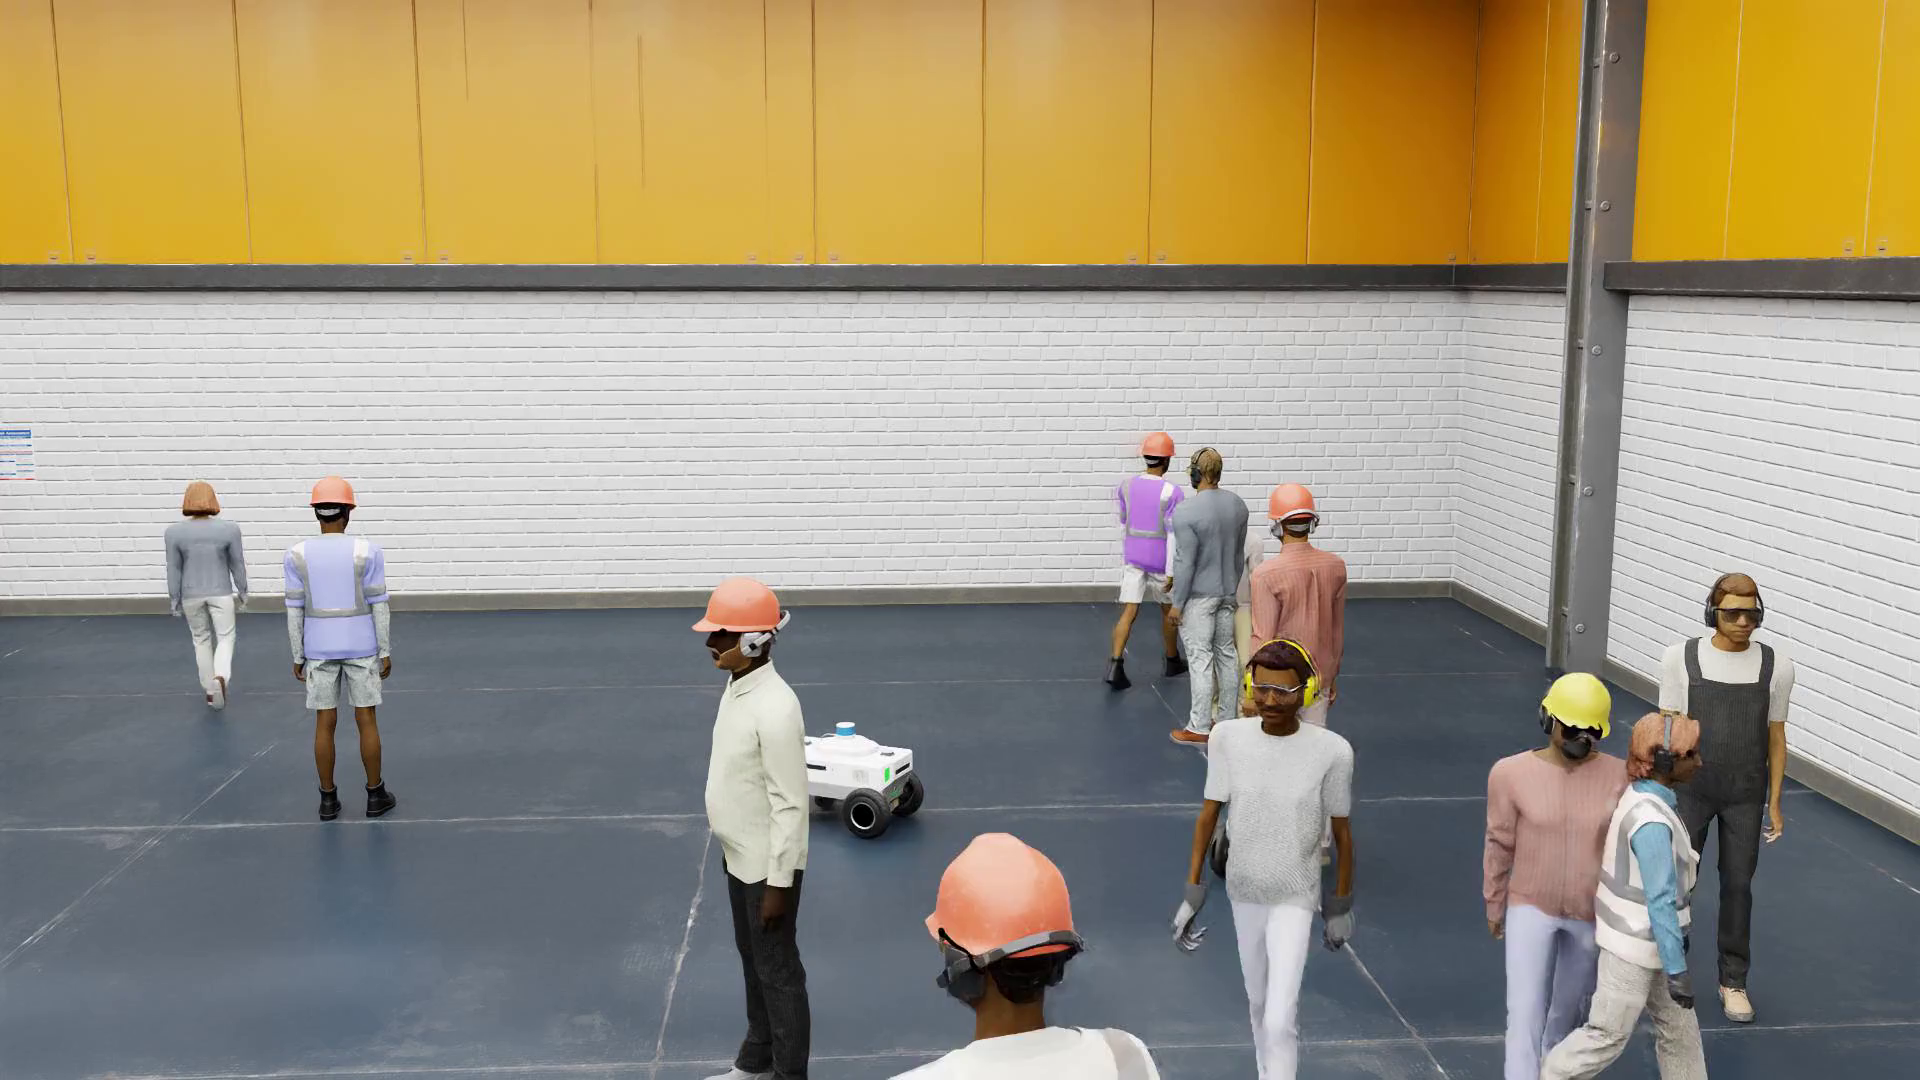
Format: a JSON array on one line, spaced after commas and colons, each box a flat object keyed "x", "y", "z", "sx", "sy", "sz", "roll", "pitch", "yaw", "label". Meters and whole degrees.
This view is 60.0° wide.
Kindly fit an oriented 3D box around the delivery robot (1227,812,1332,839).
[{"x": 1.639, "y": 1.372, "z": 8.456, "sx": 0.477, "sy": 0.478, "sz": 0.707, "roll": 6, "pitch": 11, "yaw": 33, "label": "delivery robot"}]

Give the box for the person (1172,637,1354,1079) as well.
[{"x": 0.988, "y": 1.245, "z": 5.558, "sx": 0.536, "sy": 1.832, "sz": 0.857, "roll": 6, "pitch": 11, "yaw": 31, "label": "person"}]

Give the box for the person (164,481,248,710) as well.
[{"x": -5.239, "y": 0.394, "z": 11.567, "sx": 0.509, "sy": 1.611, "sz": 0.640, "roll": -3, "pitch": 10, "yaw": -18, "label": "person"}]

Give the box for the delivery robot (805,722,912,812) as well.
[{"x": -0.634, "y": 1.253, "z": 9.204, "sx": 0.707, "sy": 0.478, "sz": 0.477, "roll": 4, "pitch": 10, "yaw": 24, "label": "delivery robot"}]

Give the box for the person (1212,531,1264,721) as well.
[{"x": 1.743, "y": 0.488, "z": 10.962, "sx": 0.516, "sy": 1.622, "sz": 0.301, "roll": 3, "pitch": 10, "yaw": 18, "label": "person"}]

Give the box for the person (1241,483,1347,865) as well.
[{"x": 1.684, "y": 0.701, "z": 8.462, "sx": 0.623, "sy": 1.990, "sz": 0.391, "roll": -6, "pitch": 11, "yaw": -32, "label": "person"}]

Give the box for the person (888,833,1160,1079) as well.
[{"x": 0.043, "y": 1.530, "z": 3.157, "sx": 0.649, "sy": 2.021, "sz": 0.675, "roll": -5, "pitch": 10, "yaw": -27, "label": "person"}]

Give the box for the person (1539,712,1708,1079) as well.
[{"x": 2.247, "y": 1.350, "z": 5.607, "sx": 0.843, "sy": 1.599, "sz": 0.504, "roll": 3, "pitch": 10, "yaw": 21, "label": "person"}]

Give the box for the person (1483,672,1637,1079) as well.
[{"x": 2.062, "y": 1.289, "z": 5.689, "sx": 0.513, "sy": 1.705, "sz": 0.909, "roll": 2, "pitch": 9, "yaw": 11, "label": "person"}]

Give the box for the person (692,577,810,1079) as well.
[{"x": -0.726, "y": 1.113, "z": 5.870, "sx": 0.391, "sy": 1.995, "sz": 0.613, "roll": -4, "pitch": 10, "yaw": -22, "label": "person"}]

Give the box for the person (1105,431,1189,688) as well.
[{"x": 1.392, "y": 0.145, "z": 12.317, "sx": 0.548, "sy": 1.892, "sz": 0.995, "roll": 5, "pitch": 11, "yaw": 31, "label": "person"}]

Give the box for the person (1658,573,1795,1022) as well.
[{"x": 3.097, "y": 1.041, "z": 6.796, "sx": 0.507, "sy": 1.845, "sz": 0.344, "roll": 3, "pitch": 9, "yaw": 17, "label": "person"}]

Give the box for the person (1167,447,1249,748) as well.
[{"x": 1.586, "y": 0.370, "z": 10.715, "sx": 0.629, "sy": 1.940, "sz": 0.376, "roll": -7, "pitch": 12, "yaw": -38, "label": "person"}]

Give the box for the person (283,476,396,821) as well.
[{"x": -3.451, "y": 0.603, "z": 9.282, "sx": 0.543, "sy": 1.928, "sz": 0.372, "roll": -2, "pitch": 9, "yaw": -10, "label": "person"}]
